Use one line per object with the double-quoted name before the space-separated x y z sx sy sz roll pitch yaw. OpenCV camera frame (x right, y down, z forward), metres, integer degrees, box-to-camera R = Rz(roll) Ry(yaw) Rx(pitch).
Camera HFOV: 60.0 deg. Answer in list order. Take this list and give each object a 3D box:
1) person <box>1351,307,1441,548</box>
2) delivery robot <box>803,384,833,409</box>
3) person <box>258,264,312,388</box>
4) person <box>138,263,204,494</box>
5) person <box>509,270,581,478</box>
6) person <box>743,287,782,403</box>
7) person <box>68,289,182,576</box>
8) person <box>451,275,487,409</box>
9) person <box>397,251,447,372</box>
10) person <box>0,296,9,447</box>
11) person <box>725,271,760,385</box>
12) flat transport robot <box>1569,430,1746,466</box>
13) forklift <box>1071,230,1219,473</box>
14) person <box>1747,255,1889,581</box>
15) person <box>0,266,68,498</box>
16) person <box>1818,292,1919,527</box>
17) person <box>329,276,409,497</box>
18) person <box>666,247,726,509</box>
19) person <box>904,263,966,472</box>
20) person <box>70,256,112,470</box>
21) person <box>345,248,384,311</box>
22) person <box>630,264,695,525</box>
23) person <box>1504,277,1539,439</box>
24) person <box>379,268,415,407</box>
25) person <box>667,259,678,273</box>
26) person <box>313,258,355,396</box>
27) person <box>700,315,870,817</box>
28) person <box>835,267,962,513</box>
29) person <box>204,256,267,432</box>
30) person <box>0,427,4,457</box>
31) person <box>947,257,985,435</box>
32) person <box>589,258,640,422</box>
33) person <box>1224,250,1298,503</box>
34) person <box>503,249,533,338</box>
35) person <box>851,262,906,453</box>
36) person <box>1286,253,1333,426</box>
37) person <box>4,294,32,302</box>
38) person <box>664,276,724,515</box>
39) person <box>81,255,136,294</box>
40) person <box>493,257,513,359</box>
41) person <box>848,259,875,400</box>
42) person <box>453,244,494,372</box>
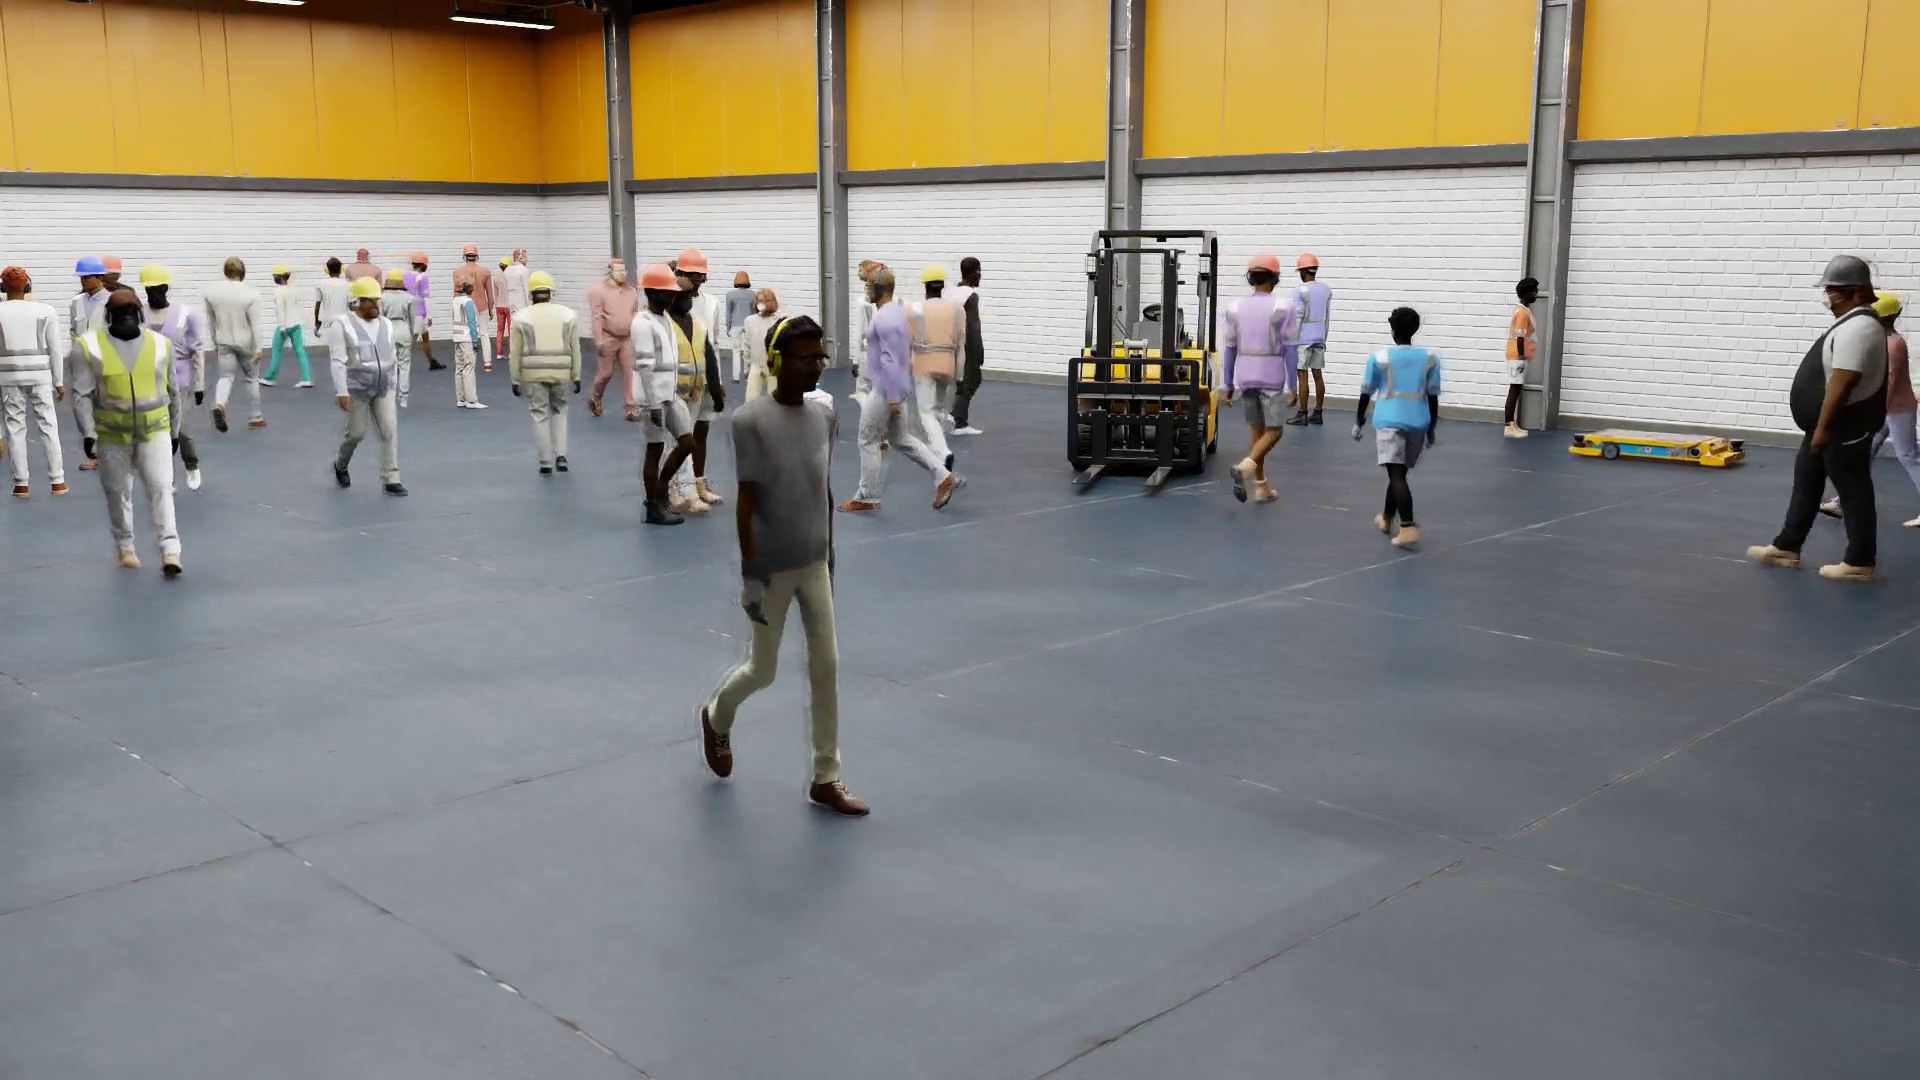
"person" 3.045 -0.790 11.554 0.549 1.635 0.915 -1 10 -6
"delivery robot" -1.541 -1.423 17.700 0.477 0.478 0.707 0 10 -1
"person" -9.512 -2.992 23.304 0.886 1.718 0.543 2 11 12
"person" -6.480 -1.292 13.554 0.597 1.913 0.434 -1 10 -7
"person" -3.679 -1.462 14.710 0.619 1.818 0.497 -5 12 -27
"person" -1.900 -1.659 16.304 0.517 1.621 0.361 4 11 21
"person" -5.208 -0.666 10.453 0.633 1.796 0.943 -7 12 -33
"person" -6.088 -2.435 20.519 0.312 1.639 0.512 -9 14 -40
"person" -8.522 -3.561 26.019 0.549 1.888 1.014 8 13 38
"person" -9.202 -1.563 15.868 0.504 1.600 0.810 -7 12 -32
"person" -3.109 -3.035 23.830 0.494 1.624 0.279 -3 11 -17
"flat transport robot" 6.640 -0.895 15.855 1.431 0.197 0.652 9 14 40
"forklift" 1.804 -1.825 15.677 1.214 2.155 2.313 2 11 13
"person" 5.371 -0.778 10.385 0.874 2.000 0.720 5 12 28
"person" -7.639 -1.286 13.587 0.575 1.882 0.360 -6 12 -29
"person" 6.807 -0.949 12.202 0.927 1.712 0.552 4 11 19
"person" -4.905 -1.267 13.697 0.780 1.807 0.594 10 14 43
"person" -2.087 -1.265 13.043 0.387 2.039 0.614 9 14 41
"person" -0.215 -1.510 14.793 0.597 1.899 0.869 -4 11 -23
"person" -7.778 -1.593 15.083 0.606 1.947 0.406 2 11 13
"person" -10.685 -4.285 29.903 0.639 1.901 0.402 -3 11 -18
"person" -2.185 -1.049 12.184 0.412 1.919 0.556 3 11 15
"person" 5.922 -1.918 17.564 0.318 1.691 0.534 3 11 18
"person" -7.079 -2.537 20.874 0.492 1.711 0.775 -4 11 -21
"person" -3.981 -2.972 23.001 0.635 1.808 0.905 -9 14 -41
"person" -8.409 -2.861 22.369 0.538 1.819 0.963 -5 12 -25
"person" -0.678 0.082 6.225 0.523 1.848 0.786 -9 14 -41
"person" -0.470 -1.138 12.753 0.916 1.909 0.633 1 10 5
"person" -7.865 -2.113 18.029 0.633 1.914 0.821 0 10 -1
"person" -6.205 -0.672 10.180 0.574 1.913 0.801 -7 13 -34
"person" 0.082 -2.067 17.799 0.462 1.901 0.623 -3 11 -18
"person" -3.998 -2.316 19.222 0.639 1.882 0.845 -8 13 -37
"person" 2.329 -1.257 13.042 0.624 2.019 0.738 7 13 35
"person" -7.444 -3.983 28.251 0.636 1.903 0.405 8 13 38
"person" -0.804 -1.771 16.255 0.592 1.871 0.435 -6 12 -28
"person" 3.905 -2.251 18.707 0.543 1.936 0.369 -6 12 -30
"person" -12.810 -2.797 22.616 0.865 1.594 0.513 0 10 -1
"person" -2.081 -1.112 12.811 0.827 1.807 0.651 8 13 37
"person" -9.983 -2.383 19.510 1.036 1.926 0.623 9 14 42
"person" -7.790 -3.983 28.646 0.522 1.759 0.349 5 11 23
"person" -1.099 -2.704 21.477 0.646 1.827 0.512 -1 10 -6
"person" -7.603 -3.615 25.984 0.623 1.992 0.397 -6 12 -29
